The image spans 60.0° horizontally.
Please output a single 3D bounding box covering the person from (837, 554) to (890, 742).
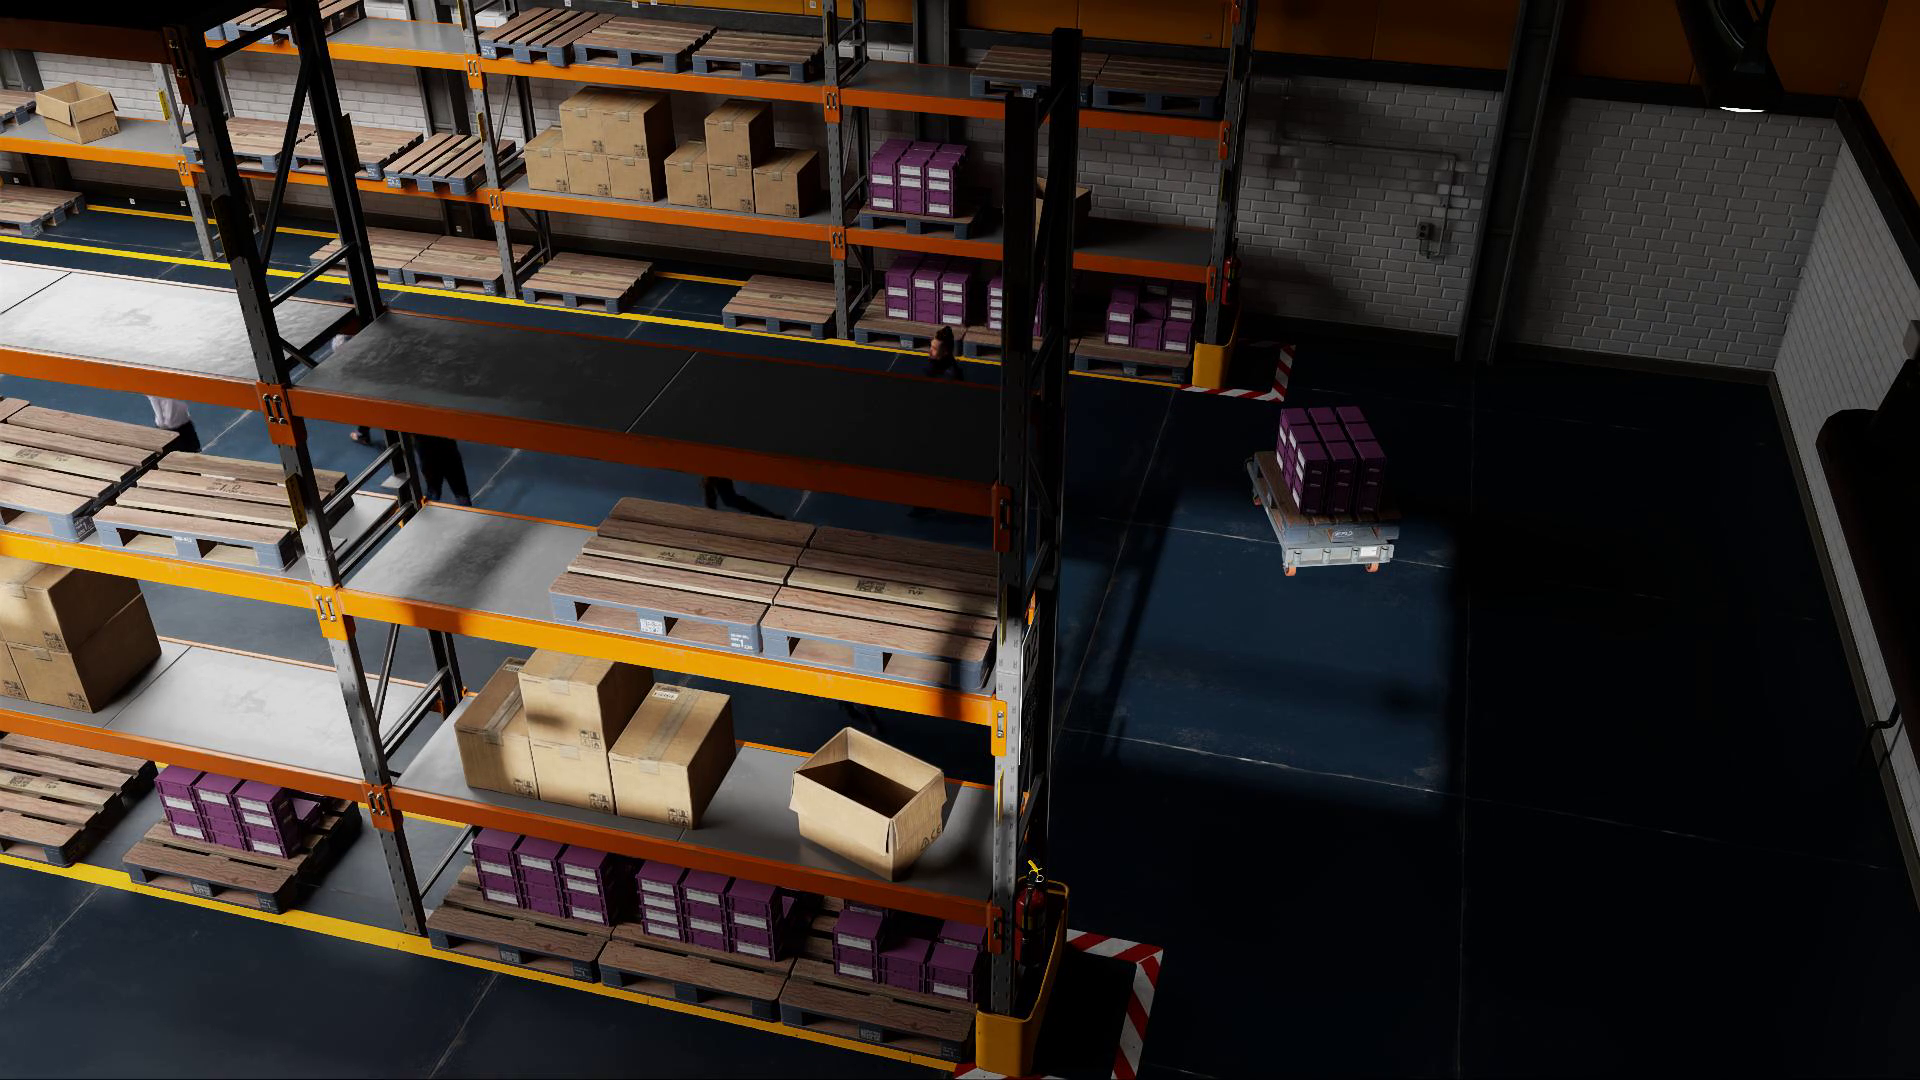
[{"bbox_3d":[-0.837,0.666,12.394,0.908,1.687,0.777,22,40,30],"label":"person"}]

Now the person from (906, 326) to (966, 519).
[{"bbox_3d":[-0.076,-1.081,14.887,1.234,1.838,1.103,-11,35,-16],"label":"person"}]
